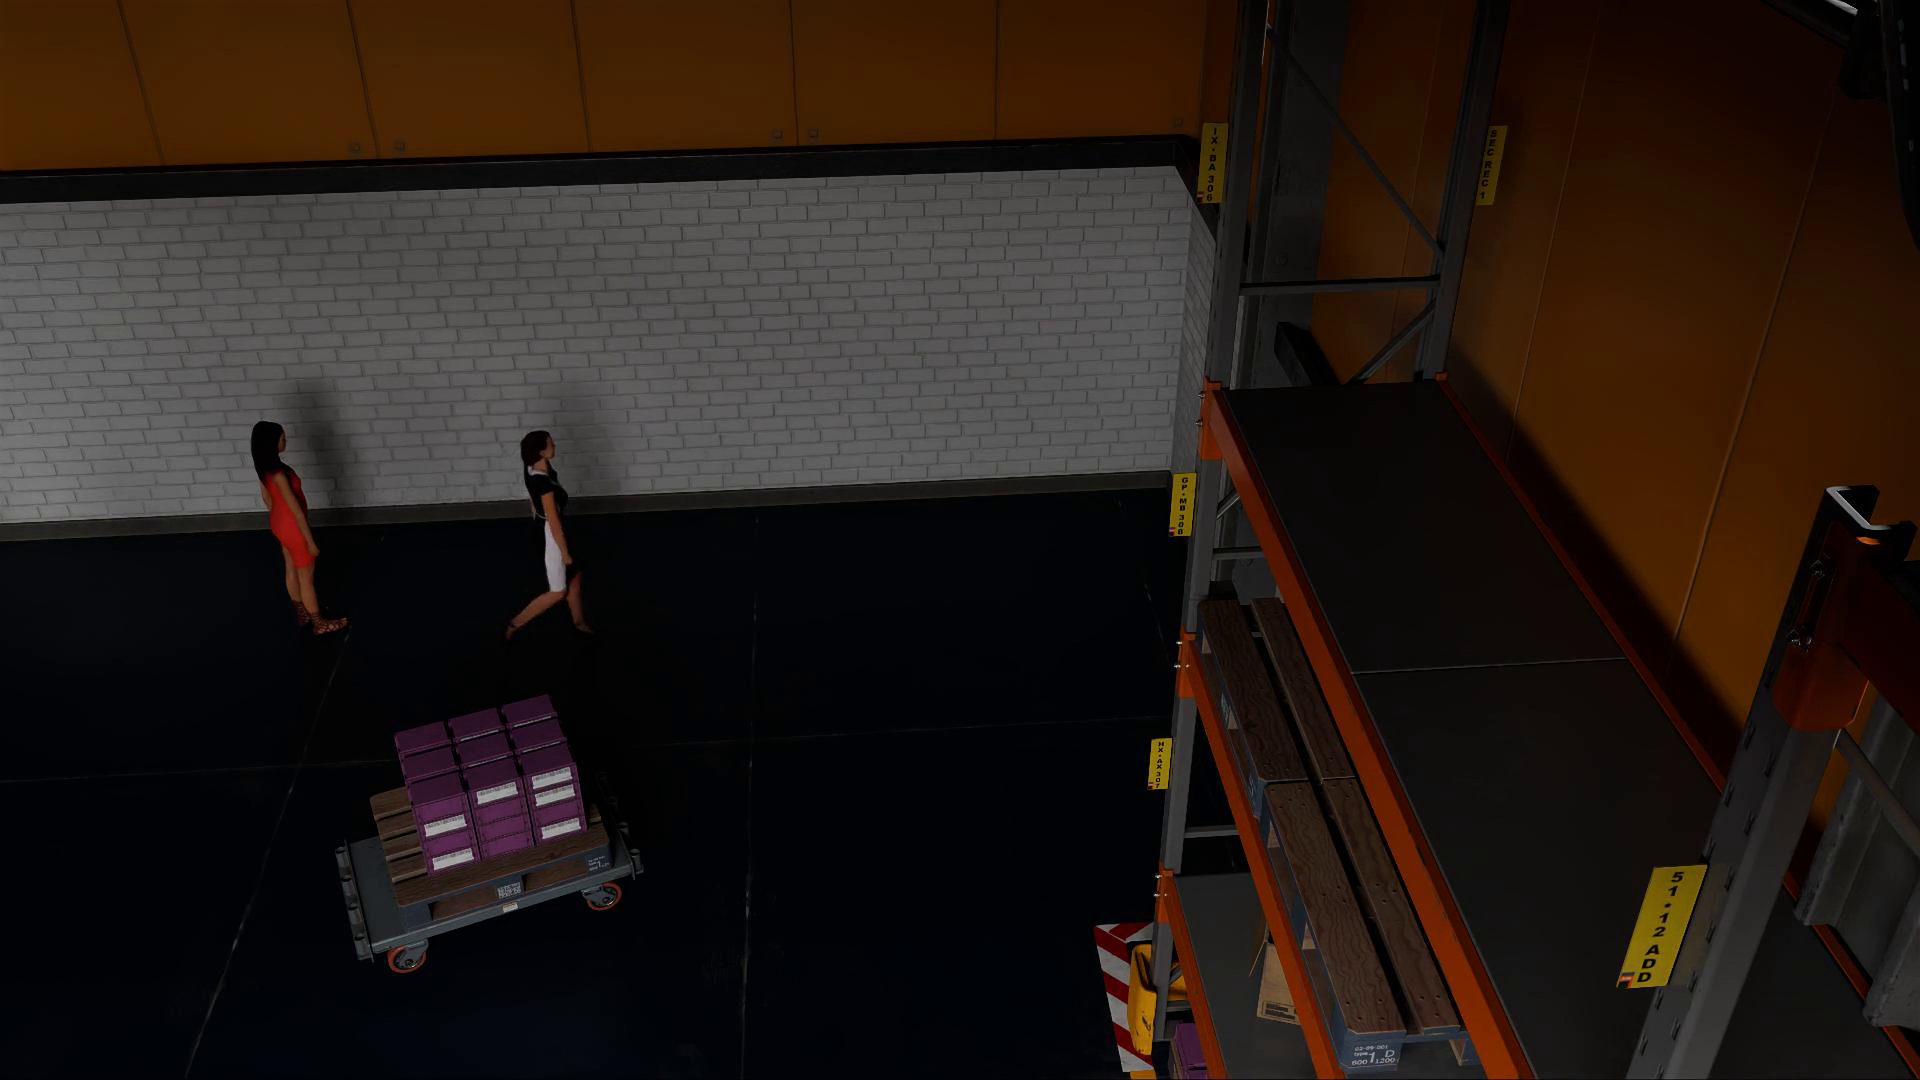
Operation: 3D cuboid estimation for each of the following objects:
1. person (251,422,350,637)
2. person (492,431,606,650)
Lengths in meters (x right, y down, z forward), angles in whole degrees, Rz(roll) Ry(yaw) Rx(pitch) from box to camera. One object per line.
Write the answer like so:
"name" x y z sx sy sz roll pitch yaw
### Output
"person" -4.794 -0.078 11.917 0.661 1.723 0.731 27 42 34
"person" -2.929 0.071 11.645 0.872 1.777 1.027 -15 36 -21
